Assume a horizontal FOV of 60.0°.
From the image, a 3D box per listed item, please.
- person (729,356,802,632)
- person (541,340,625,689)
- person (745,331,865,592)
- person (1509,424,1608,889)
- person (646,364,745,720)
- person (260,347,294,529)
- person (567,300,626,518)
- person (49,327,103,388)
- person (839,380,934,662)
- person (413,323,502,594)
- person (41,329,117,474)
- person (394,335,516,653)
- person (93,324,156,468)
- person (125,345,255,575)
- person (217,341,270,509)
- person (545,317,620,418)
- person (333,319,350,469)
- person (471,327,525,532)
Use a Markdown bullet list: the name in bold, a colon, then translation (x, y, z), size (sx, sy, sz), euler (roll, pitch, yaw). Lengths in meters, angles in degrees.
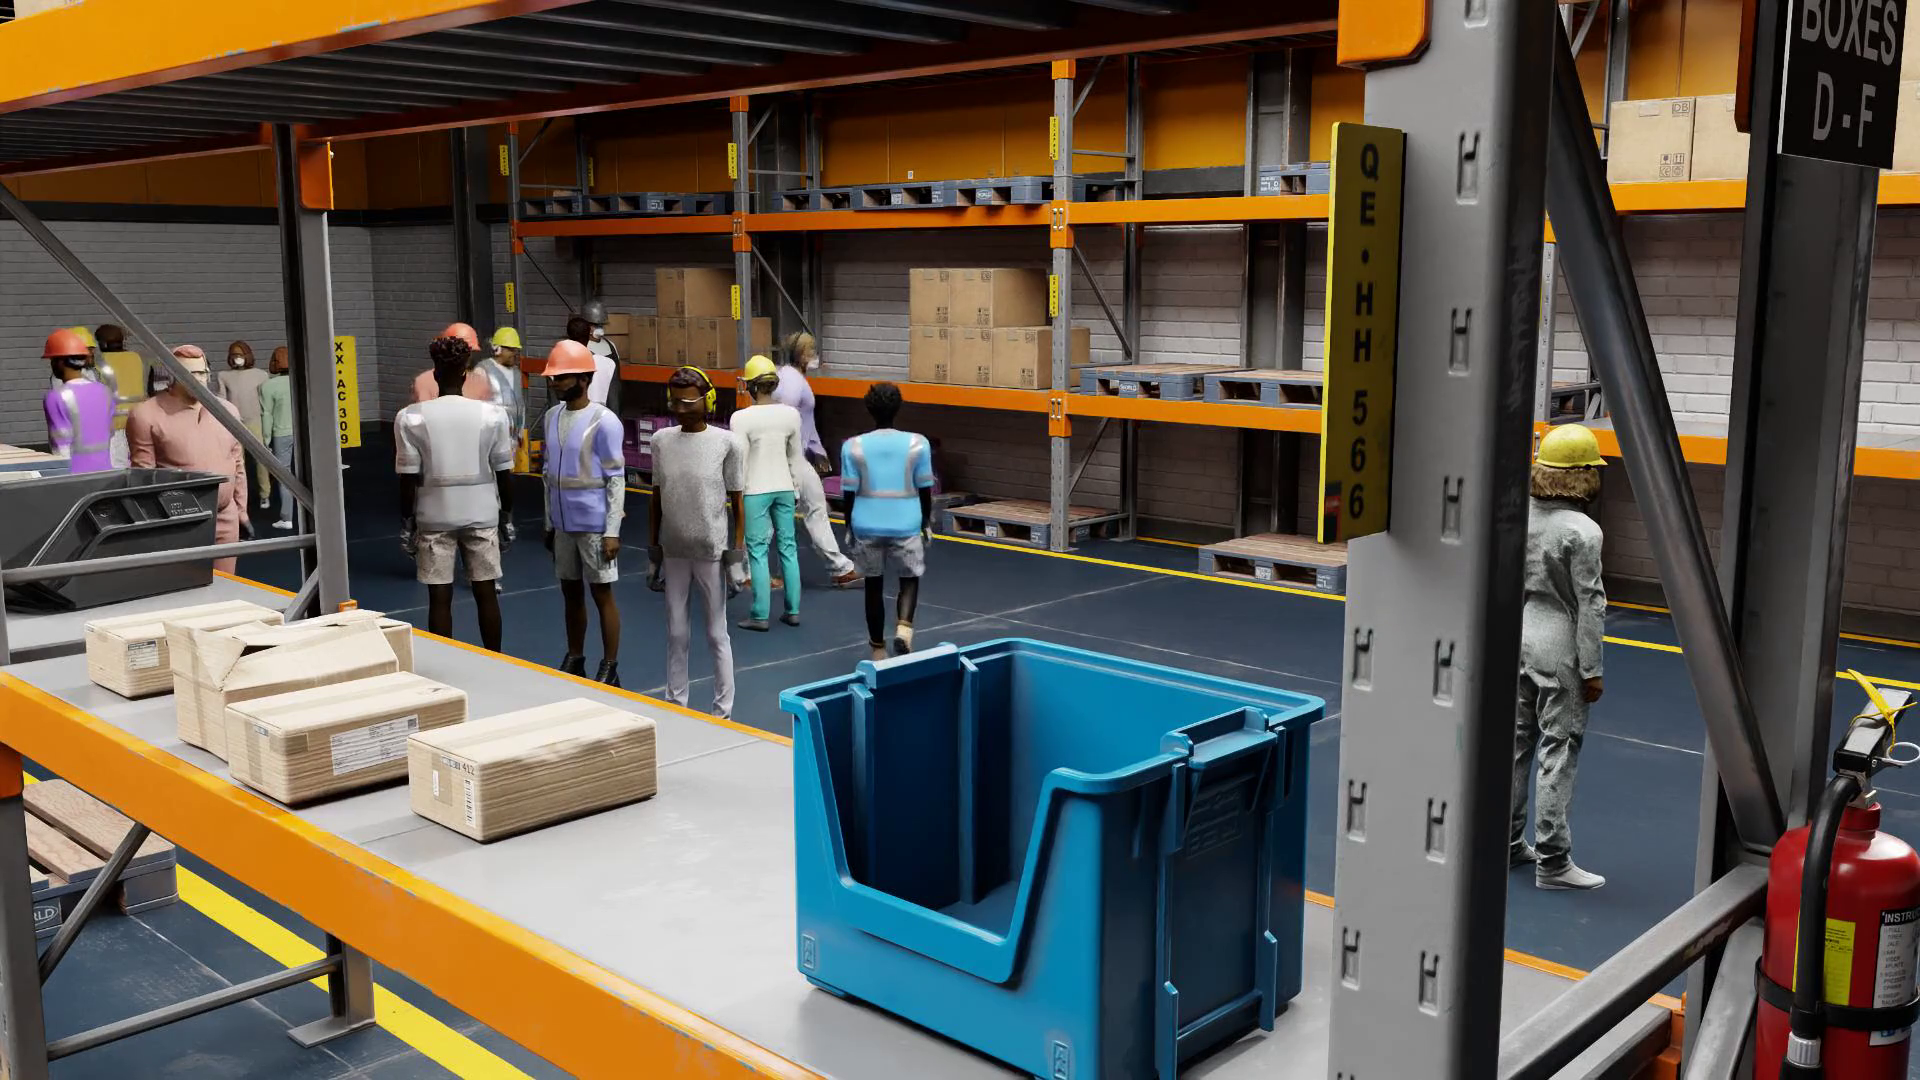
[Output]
- **person**: translation (-1.256, -0.297, 10.681), size (0.533, 1.765, 0.330), euler (-8, 12, -39)
- **person**: translation (-2.042, -0.098, 8.927), size (0.545, 1.939, 0.374), euler (6, 11, 34)
- **person**: translation (-1.088, -0.552, 11.891), size (1.006, 1.868, 0.668), euler (-2, 10, -13)
- **person**: translation (2.245, 0.434, 6.262), size (0.297, 1.743, 0.493), euler (-4, 10, -21)
- **person**: translation (-1.279, 0.090, 8.006), size (0.512, 1.865, 0.329), euler (2, 10, 13)
- **person**: translation (-6.000, -0.914, 14.900), size (0.288, 1.626, 0.498), euler (8, 13, 42)
- **person**: translation (-3.334, -1.186, 15.282), size (0.536, 2.000, 0.676), euler (7, 11, 36)
- **person**: translation (-7.353, -0.873, 14.002), size (0.404, 1.833, 0.590), euler (0, 9, -2)
- **person**: translation (-0.418, -0.065, 9.474), size (0.546, 1.684, 0.544), euler (0, 9, -1)
- **person**: translation (-3.659, -0.591, 11.986), size (0.619, 1.935, 1.083), euler (-7, 12, -39)
- **person**: translation (-5.652, -0.382, 10.674), size (0.375, 1.934, 0.551), euler (2, 10, 13)
- **person**: translation (-2.701, -0.112, 8.928), size (0.617, 1.964, 0.361), euler (-4, 10, -23)
- **person**: translation (-7.532, -1.019, 14.926), size (0.441, 1.824, 0.633), euler (5, 10, 27)
- **person**: translation (-4.173, -0.110, 9.106), size (0.402, 1.904, 0.652), euler (7, 11, 35)
- **person**: translation (-6.900, -1.108, 16.081), size (0.507, 1.624, 0.299), euler (-1, 9, -8)
- **person**: translation (-3.103, -0.871, 13.720), size (0.593, 1.922, 0.392), euler (-4, 10, -22)
- **person**: translation (-7.342, -1.767, 19.257), size (0.403, 1.906, 0.651), euler (-7, 12, -37)
- **person**: translation (-4.021, -0.959, 14.599), size (0.426, 1.810, 0.608), euler (4, 10, 22)
